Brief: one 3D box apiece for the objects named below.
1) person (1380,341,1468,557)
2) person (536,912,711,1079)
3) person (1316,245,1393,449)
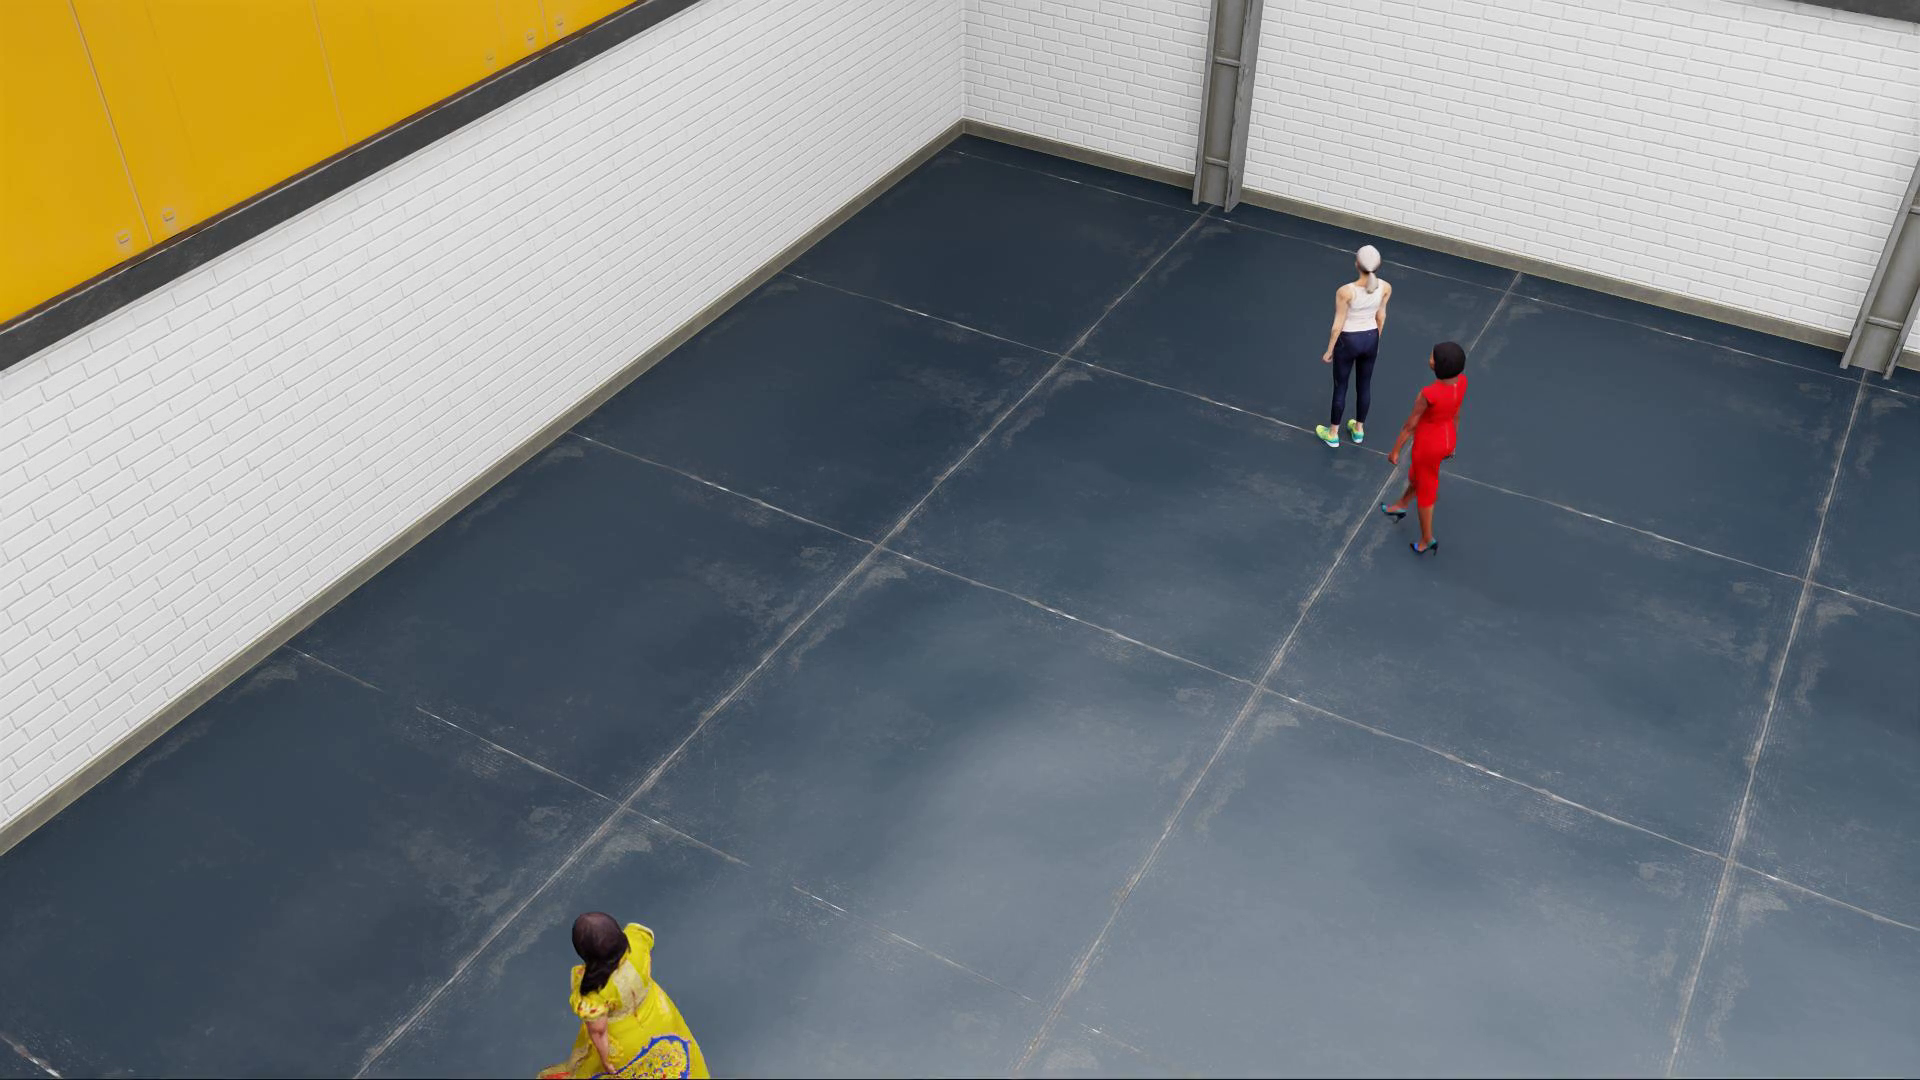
[{"bbox_3d":[3.366,-0.592,11.687,0.827,1.726,0.977,-22,44,-26],"label":"person"},{"bbox_3d":[-1.534,2.399,8.031,1.202,1.616,0.833,23,44,26],"label":"person"},{"bbox_3d":[3.056,-1.487,12.825,0.672,1.707,0.737,-8,39,-10],"label":"person"}]
